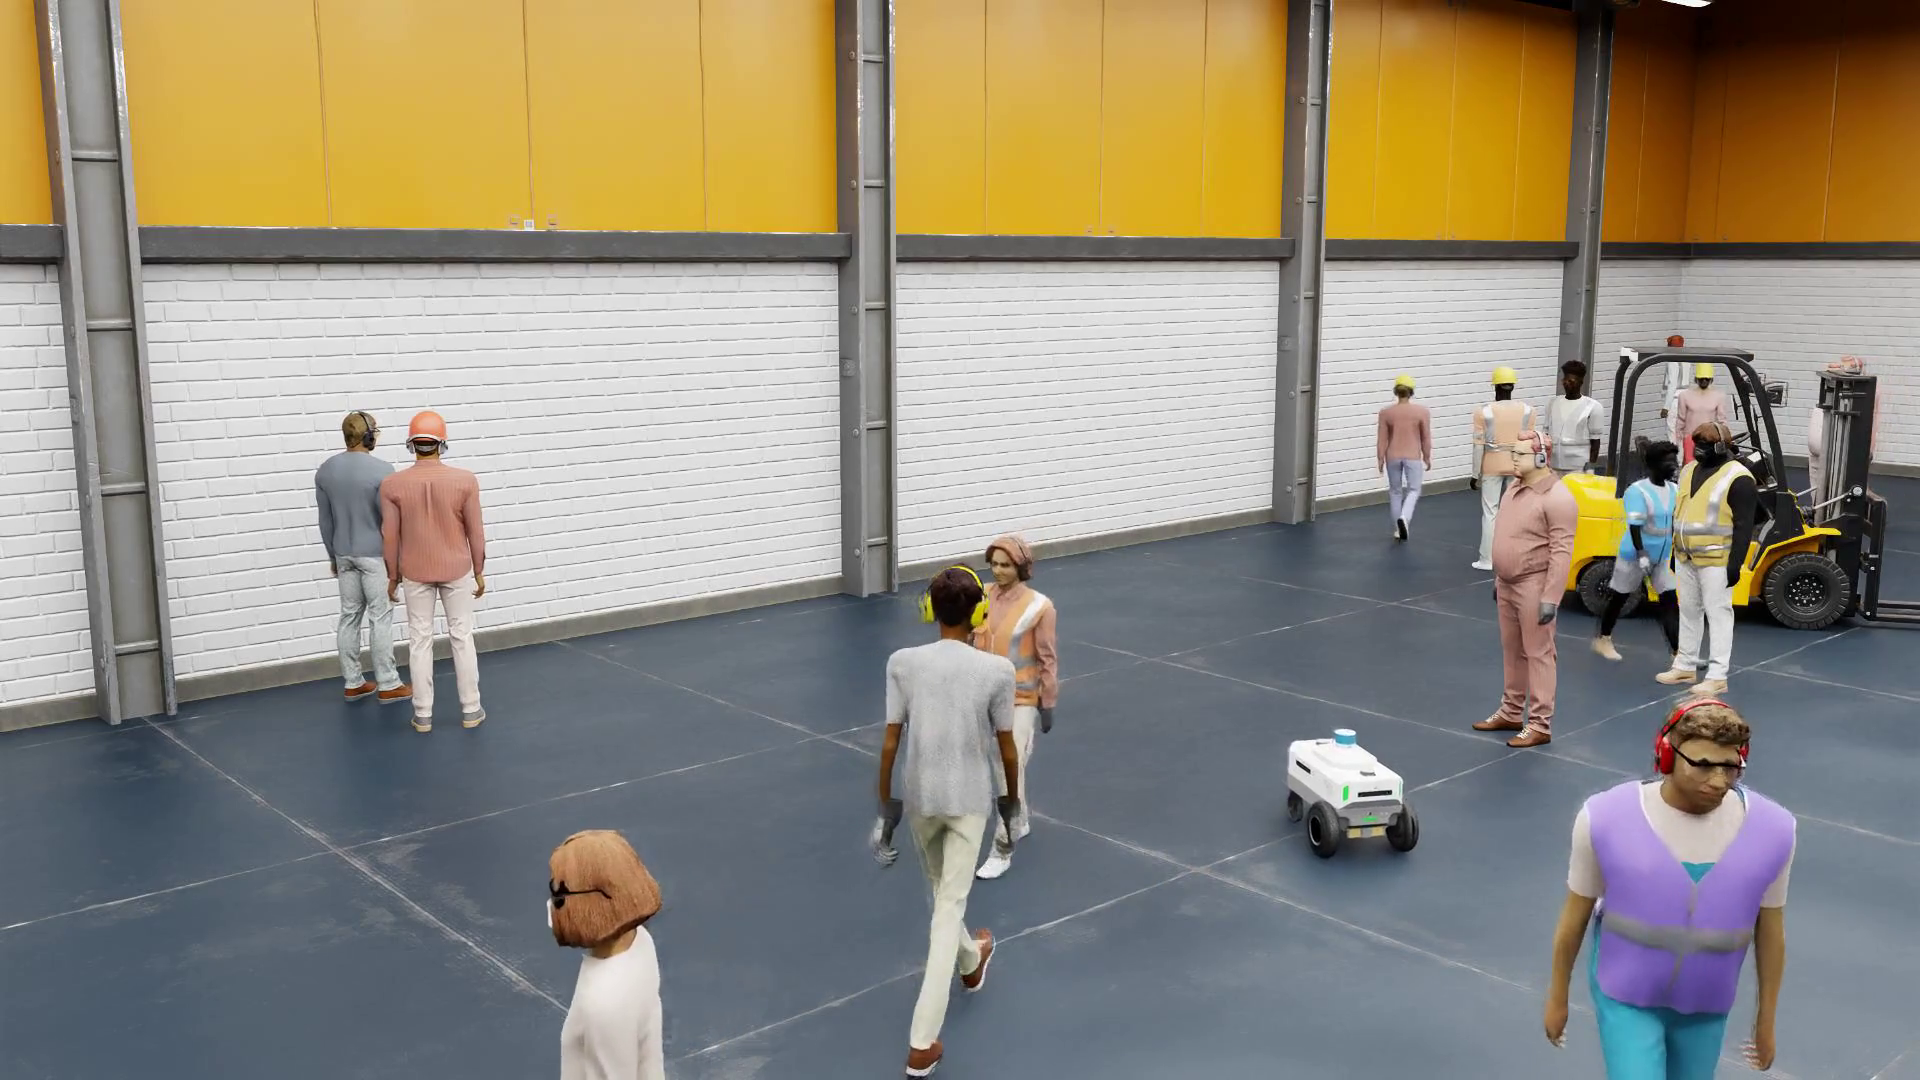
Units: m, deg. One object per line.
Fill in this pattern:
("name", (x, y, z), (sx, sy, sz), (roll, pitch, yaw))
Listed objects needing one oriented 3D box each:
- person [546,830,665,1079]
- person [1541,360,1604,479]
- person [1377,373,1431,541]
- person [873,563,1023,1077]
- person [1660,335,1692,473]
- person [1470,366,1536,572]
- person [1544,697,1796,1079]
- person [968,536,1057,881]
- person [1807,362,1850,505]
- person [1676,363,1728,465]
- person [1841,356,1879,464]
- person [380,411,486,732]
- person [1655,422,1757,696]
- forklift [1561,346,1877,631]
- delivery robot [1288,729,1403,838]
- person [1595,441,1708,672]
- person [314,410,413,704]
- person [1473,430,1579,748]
("person", (-0.848, 1.472, 3.941), (0.334, 1.621, 0.515), (0, 10, -2))
("person", (5.784, -0.730, 15.829), (0.367, 1.967, 0.603), (-9, 13, -42))
("person", (4.551, -0.843, 17.115), (0.543, 1.747, 0.610), (4, 11, 25))
("person", (-0.033, 0.995, 6.241), (0.505, 1.794, 1.029), (3, 10, 17))
("person", (9.671, -1.833, 22.522), (0.353, 1.886, 0.573), (9, 13, 43))
("person", (5.052, -0.660, 15.533), (0.587, 1.928, 0.362), (-1, 10, -3))
("person", (1.962, 1.258, 4.695), (0.591, 1.802, 0.831), (1, 10, 5))
("person", (0.209, 0.776, 8.073), (0.521, 1.623, 0.581), (8, 12, 38))
("person", (8.511, -0.784, 16.308), (0.409, 1.913, 0.649), (-1, 10, -4))
("person", (8.534, -1.183, 19.165), (0.536, 1.730, 0.858), (3, 10, 18))
("person", (9.401, -1.005, 17.683), (0.561, 1.890, 0.663), (0, 10, 2))
("person", (-3.254, 0.194, 10.331), (0.608, 1.996, 0.382), (-3, 10, -15))
("person", (5.021, 0.120, 11.218), (0.429, 1.841, 0.634), (-3, 10, -18))
("forklift", (6.109, -0.478, 13.691), (2.313, 2.155, 1.214), (3, 10, 16))
("delivery robot", (1.935, 1.199, 8.390), (0.477, 0.478, 0.707), (-2, 10, -12))
("person", (4.914, 0.114, 11.811), (0.542, 1.643, 0.906), (-4, 10, -22))
("person", (-3.918, 0.117, 10.956), (0.627, 1.940, 0.372), (4, 10, 20))
("person", (3.404, 0.288, 10.040), (0.405, 1.911, 0.636), (-2, 10, -12))
